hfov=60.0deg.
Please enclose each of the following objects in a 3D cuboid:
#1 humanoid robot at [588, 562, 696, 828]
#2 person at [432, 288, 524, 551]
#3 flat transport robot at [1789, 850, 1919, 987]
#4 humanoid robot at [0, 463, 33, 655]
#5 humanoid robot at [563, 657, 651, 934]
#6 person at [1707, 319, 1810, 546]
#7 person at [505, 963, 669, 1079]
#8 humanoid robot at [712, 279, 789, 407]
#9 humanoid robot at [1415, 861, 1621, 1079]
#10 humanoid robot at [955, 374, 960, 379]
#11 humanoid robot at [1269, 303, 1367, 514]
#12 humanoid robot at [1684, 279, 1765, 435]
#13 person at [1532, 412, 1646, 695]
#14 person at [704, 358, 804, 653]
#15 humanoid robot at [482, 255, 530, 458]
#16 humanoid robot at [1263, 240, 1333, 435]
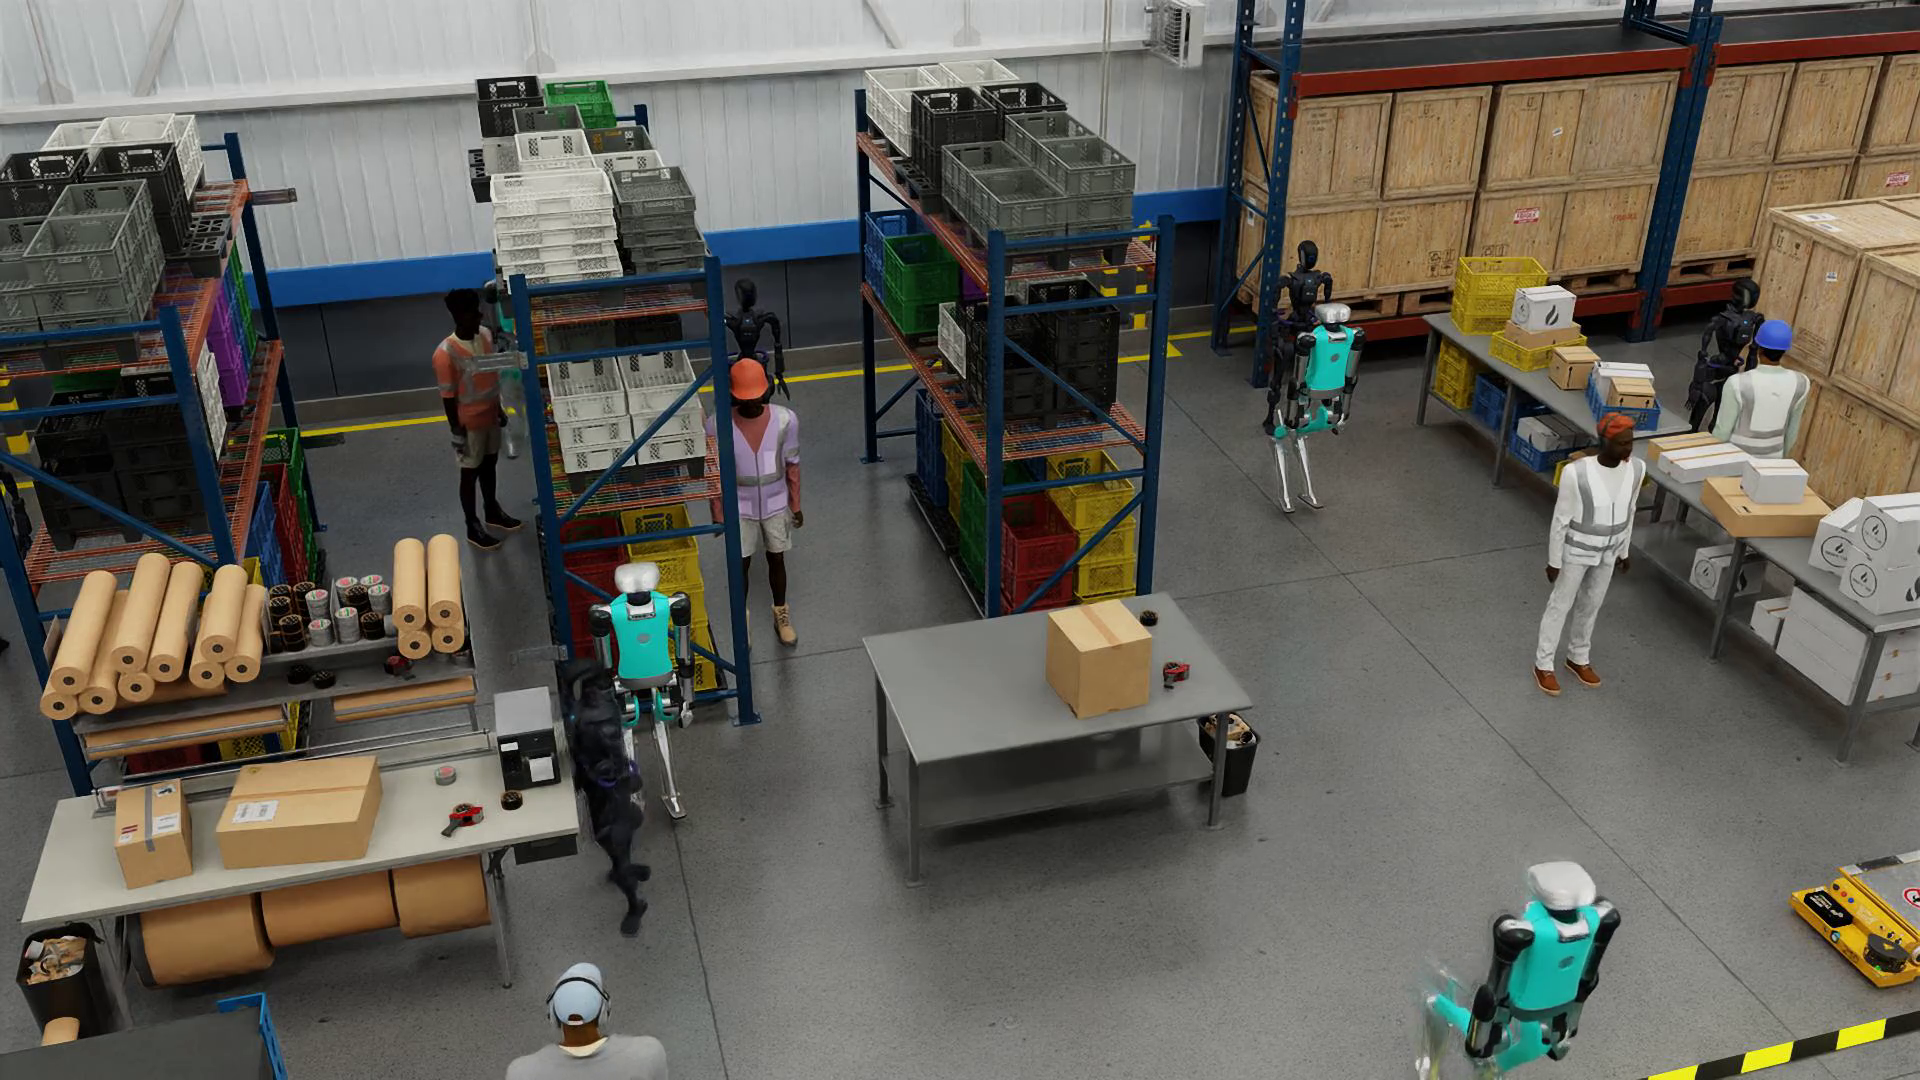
[{"bbox_3d":[-1.729,0.770,9.097,0.533,1.677,0.735,-8,30,-14],"label":"humanoid robot"},{"bbox_3d":[-3.493,-0.893,12.026,0.368,1.964,0.607,10,30,17],"label":"person"},{"bbox_3d":[5.163,1.916,8.676,1.431,0.231,0.659,-8,30,-14],"label":"flat transport robot"},{"bbox_3d":[-6.224,0.017,10.653,0.599,1.657,0.315,-8,30,-14],"label":"humanoid robot"},{"bbox_3d":[-1.767,1.251,8.429,0.413,1.647,0.610,-18,34,-29],"label":"humanoid robot"},{"bbox_3d":[5.442,-0.594,11.499,0.614,1.945,0.403,-2,29,-4],"label":"person"},{"bbox_3d":[-1.354,2.331,6.275,0.597,1.850,0.395,-7,30,-13],"label":"person"},{"bbox_3d":[-1.646,-1.254,12.976,0.608,1.652,0.335,-7,30,-13],"label":"humanoid robot"},{"bbox_3d":[2.285,1.940,7.129,0.534,1.757,0.934,-8,30,-14],"label":"humanoid robot"},{"bbox_3d":[0.143,-1.931,14.069,0.540,1.698,0.775,-6,29,-12],"label":"humanoid robot"},{"bbox_3d":[2.583,-1.040,12.390,0.533,1.677,0.735,-8,30,-14],"label":"humanoid robot"},{"bbox_3d":[5.918,-1.240,12.944,0.604,1.655,0.317,-8,30,-14],"label":"humanoid robot"},{"bbox_3d":[3.905,0.087,10.331,0.583,1.880,0.339,-8,30,-14],"label":"person"},{"bbox_3d":[-1.308,-0.217,10.716,0.613,2.042,0.370,-8,30,-14],"label":"person"},{"bbox_3d":[-3.674,-1.538,13.430,0.785,1.777,0.565,22,36,35],"label":"humanoid robot"},{"bbox_3d":[2.792,-1.676,13.733,0.599,1.657,0.315,-8,30,-14],"label":"humanoid robot"}]
